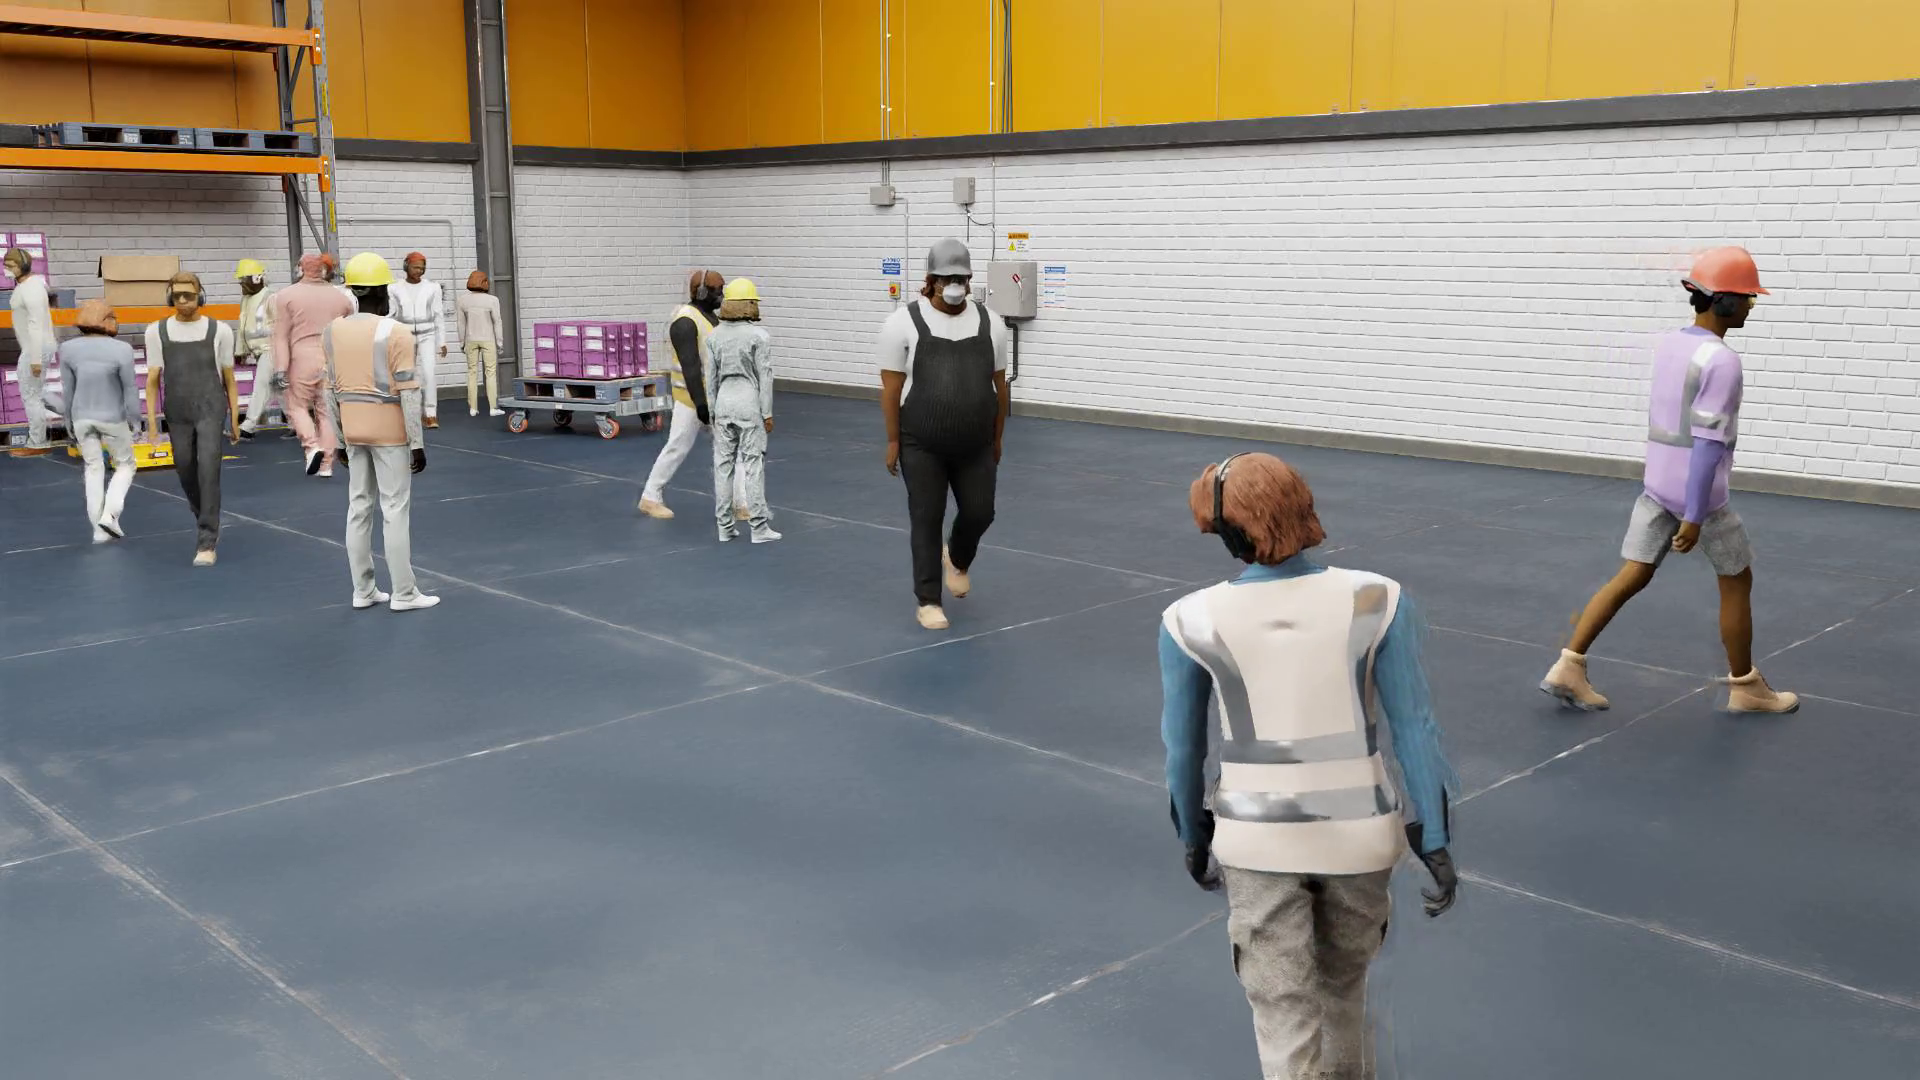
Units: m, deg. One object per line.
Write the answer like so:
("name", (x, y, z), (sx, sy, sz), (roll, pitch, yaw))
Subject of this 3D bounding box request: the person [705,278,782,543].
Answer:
("person", (-1.443, -0.850, 10.999), (0.487, 1.741, 0.313), (4, 11, 23))

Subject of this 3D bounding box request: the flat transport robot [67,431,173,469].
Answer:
("flat transport robot", (-7.376, -0.816, 14.822), (0.652, 0.197, 1.431), (-10, 14, -44))

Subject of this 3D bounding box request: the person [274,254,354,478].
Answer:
("person", (-5.347, -1.432, 13.831), (0.691, 1.869, 0.554), (-9, 13, -39))

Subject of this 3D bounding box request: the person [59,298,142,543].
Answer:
("person", (-5.633, -0.773, 10.909), (0.535, 1.615, 0.382), (0, 10, -2))

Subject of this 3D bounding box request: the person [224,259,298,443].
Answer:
("person", (-6.850, -1.836, 16.248), (0.607, 1.783, 0.950), (9, 14, 41))

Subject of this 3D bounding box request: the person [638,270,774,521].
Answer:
("person", (-1.851, -1.011, 11.766), (1.000, 1.794, 0.630), (4, 11, 20))

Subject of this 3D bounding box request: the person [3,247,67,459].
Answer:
("person", (-8.328, -1.692, 15.111), (0.648, 1.917, 0.662), (-6, 12, -29))

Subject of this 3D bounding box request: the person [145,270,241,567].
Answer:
("person", (-4.797, -0.784, 10.447), (0.520, 1.824, 0.861), (-3, 11, -14))

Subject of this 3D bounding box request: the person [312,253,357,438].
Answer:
("person", (-5.738, -1.672, 15.153), (0.614, 1.865, 0.509), (2, 11, 11))

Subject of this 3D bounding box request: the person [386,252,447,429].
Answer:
("person", (-5.731, -2.098, 17.537), (0.598, 1.845, 0.647), (-3, 11, -14))

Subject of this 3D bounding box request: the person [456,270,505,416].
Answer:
("person", (-5.382, -2.207, 18.689), (0.507, 1.633, 0.276), (0, 10, 2))

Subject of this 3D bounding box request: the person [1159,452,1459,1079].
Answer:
("person", (0.687, 0.616, 3.383), (0.574, 1.589, 0.711), (1, 10, 4))

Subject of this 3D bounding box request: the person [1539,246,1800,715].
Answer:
("person", (2.998, -0.226, 6.950), (1.085, 1.990, 0.607), (-1, 10, -7))

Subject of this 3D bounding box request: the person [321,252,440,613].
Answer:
("person", (-3.126, -0.567, 8.937), (0.587, 1.930, 0.363), (4, 11, 20))

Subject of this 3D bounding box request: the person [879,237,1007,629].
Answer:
("person", (-0.076, -0.575, 8.679), (0.694, 2.000, 0.668), (-3, 11, -15))
